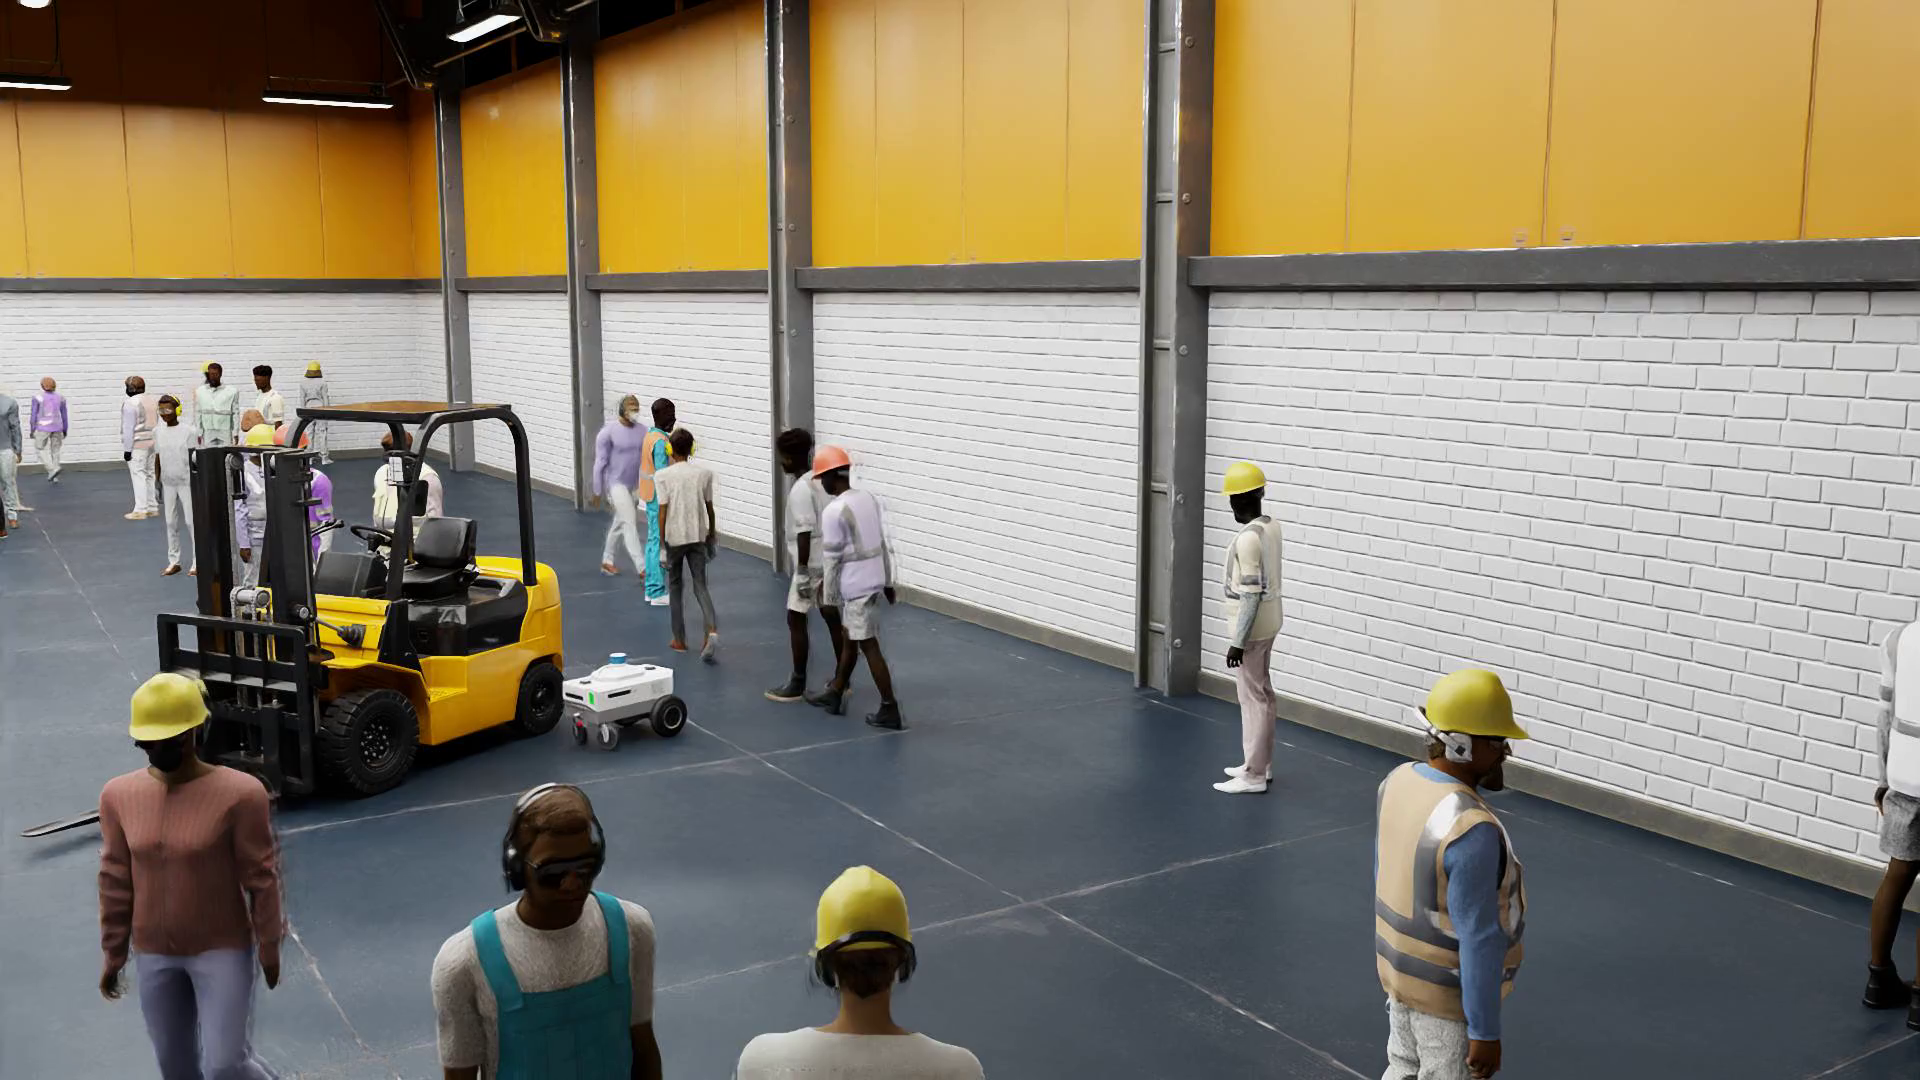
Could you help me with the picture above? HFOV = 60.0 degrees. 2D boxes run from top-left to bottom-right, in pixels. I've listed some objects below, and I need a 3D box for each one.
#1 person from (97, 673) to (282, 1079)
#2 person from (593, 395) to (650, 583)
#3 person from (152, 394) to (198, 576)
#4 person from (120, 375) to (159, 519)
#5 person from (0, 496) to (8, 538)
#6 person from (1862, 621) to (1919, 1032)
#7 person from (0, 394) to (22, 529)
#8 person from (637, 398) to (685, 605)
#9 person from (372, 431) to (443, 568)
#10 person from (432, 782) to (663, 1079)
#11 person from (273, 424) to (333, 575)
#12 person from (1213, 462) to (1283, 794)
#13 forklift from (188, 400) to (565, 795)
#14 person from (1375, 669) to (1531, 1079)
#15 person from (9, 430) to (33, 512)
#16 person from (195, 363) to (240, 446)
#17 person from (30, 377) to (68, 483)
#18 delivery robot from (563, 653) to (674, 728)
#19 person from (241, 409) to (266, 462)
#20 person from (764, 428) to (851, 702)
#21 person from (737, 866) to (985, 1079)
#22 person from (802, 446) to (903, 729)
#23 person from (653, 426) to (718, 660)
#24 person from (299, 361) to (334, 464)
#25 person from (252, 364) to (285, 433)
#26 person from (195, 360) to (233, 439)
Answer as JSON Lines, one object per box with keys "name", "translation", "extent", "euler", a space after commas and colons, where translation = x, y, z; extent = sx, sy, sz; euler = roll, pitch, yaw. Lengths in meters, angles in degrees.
{"name": "person", "translation": [-2.357, 1.251, 5.119], "extent": [0.535, 1.752, 0.407], "euler": [1, 8, 4]}
{"name": "person", "translation": [-3.350, -0.524, 16.729], "extent": [1.028, 1.876, 0.648], "euler": [7, 11, 38]}
{"name": "person", "translation": [-7.975, -0.554, 16.952], "extent": [0.505, 1.864, 0.331], "euler": [1, 8, 6]}
{"name": "person", "translation": [-10.499, -1.184, 21.298], "extent": [0.429, 1.839, 0.630], "euler": [1, 8, 4]}
{"name": "person", "translation": [-11.441, -0.933, 19.481], "extent": [0.523, 1.865, 0.317], "euler": [7, 11, 40]}
{"name": "person", "translation": [3.881, 0.960, 6.563], "extent": [0.422, 1.919, 0.545], "euler": [-3, 9, -18]}
{"name": "person", "translation": [-11.789, -1.080, 20.276], "extent": [0.634, 1.930, 0.384], "euler": [-5, 10, -32]}
{"name": "person", "translation": [-2.793, -0.355, 15.412], "extent": [0.370, 1.915, 0.597], "euler": [-3, 9, -20]}
{"name": "person", "translation": [-4.288, 0.064, 12.845], "extent": [0.634, 1.839, 0.429], "euler": [4, 9, 27]}
{"name": "person", "translation": [-0.890, 1.424, 3.701], "extent": [0.505, 1.840, 0.342], "euler": [-6, 10, -34]}
{"name": "person", "translation": [-4.872, 0.107, 12.252], "extent": [0.542, 1.931, 0.366], "euler": [4, 9, 23]}
{"name": "person", "translation": [1.662, 0.508, 9.597], "extent": [0.382, 1.917, 0.585], "euler": [4, 9, 22]}
{"name": "forklift", "translation": [-3.529, 0.258, 10.348], "extent": [1.214, 2.155, 2.313], "euler": [4, 9, 25]}
{"name": "person", "translation": [1.402, 1.267, 4.775], "extent": [0.403, 1.827, 0.599], "euler": [-1, 9, -9]}
{"name": "person", "translation": [-12.453, -1.184, 21.655], "extent": [0.369, 1.721, 0.699], "euler": [6, 10, 35]}
{"name": "person", "translation": [-10.342, -1.512, 23.197], "extent": [0.592, 1.922, 0.392], "euler": [-1, 9, -7]}
{"name": "person", "translation": [-13.739, -1.651, 25.107], "extent": [0.464, 1.629, 0.567], "euler": [6, 11, 37]}
{"name": "delivery robot", "translation": [-2.199, 0.973, 10.716], "extent": [0.477, 0.478, 0.707], "euler": [7, 11, 40]}
{"name": "person", "translation": [-7.579, -0.595, 17.979], "extent": [0.268, 1.632, 0.507], "euler": [2, 9, 12]}
{"name": "person", "translation": [-1.069, 0.169, 11.842], "extent": [0.585, 1.937, 0.636], "euler": [2, 9, 14]}
{"name": "person", "translation": [-0.212, 1.535, 3.369], "extent": [0.532, 1.710, 0.940], "euler": [0, 8, -2]}
{"name": "person", "translation": [-0.763, 0.314, 11.075], "extent": [0.933, 1.866, 0.612], "euler": [4, 9, 27]}
{"name": "person", "translation": [-2.130, 0.024, 13.145], "extent": [0.522, 1.841, 0.851], "euler": [-4, 9, -26]}
{"name": "person", "translation": [-10.852, -2.142, 28.041], "extent": [0.490, 1.743, 0.298], "euler": [0, 8, 2]}
{"name": "person", "translation": [-9.067, -1.328, 21.846], "extent": [0.376, 1.958, 0.607], "euler": [-8, 12, -44]}
{"name": "person", "translation": [-11.296, -1.765, 25.017], "extent": [0.926, 1.891, 0.588], "euler": [1, 8, 4]}
